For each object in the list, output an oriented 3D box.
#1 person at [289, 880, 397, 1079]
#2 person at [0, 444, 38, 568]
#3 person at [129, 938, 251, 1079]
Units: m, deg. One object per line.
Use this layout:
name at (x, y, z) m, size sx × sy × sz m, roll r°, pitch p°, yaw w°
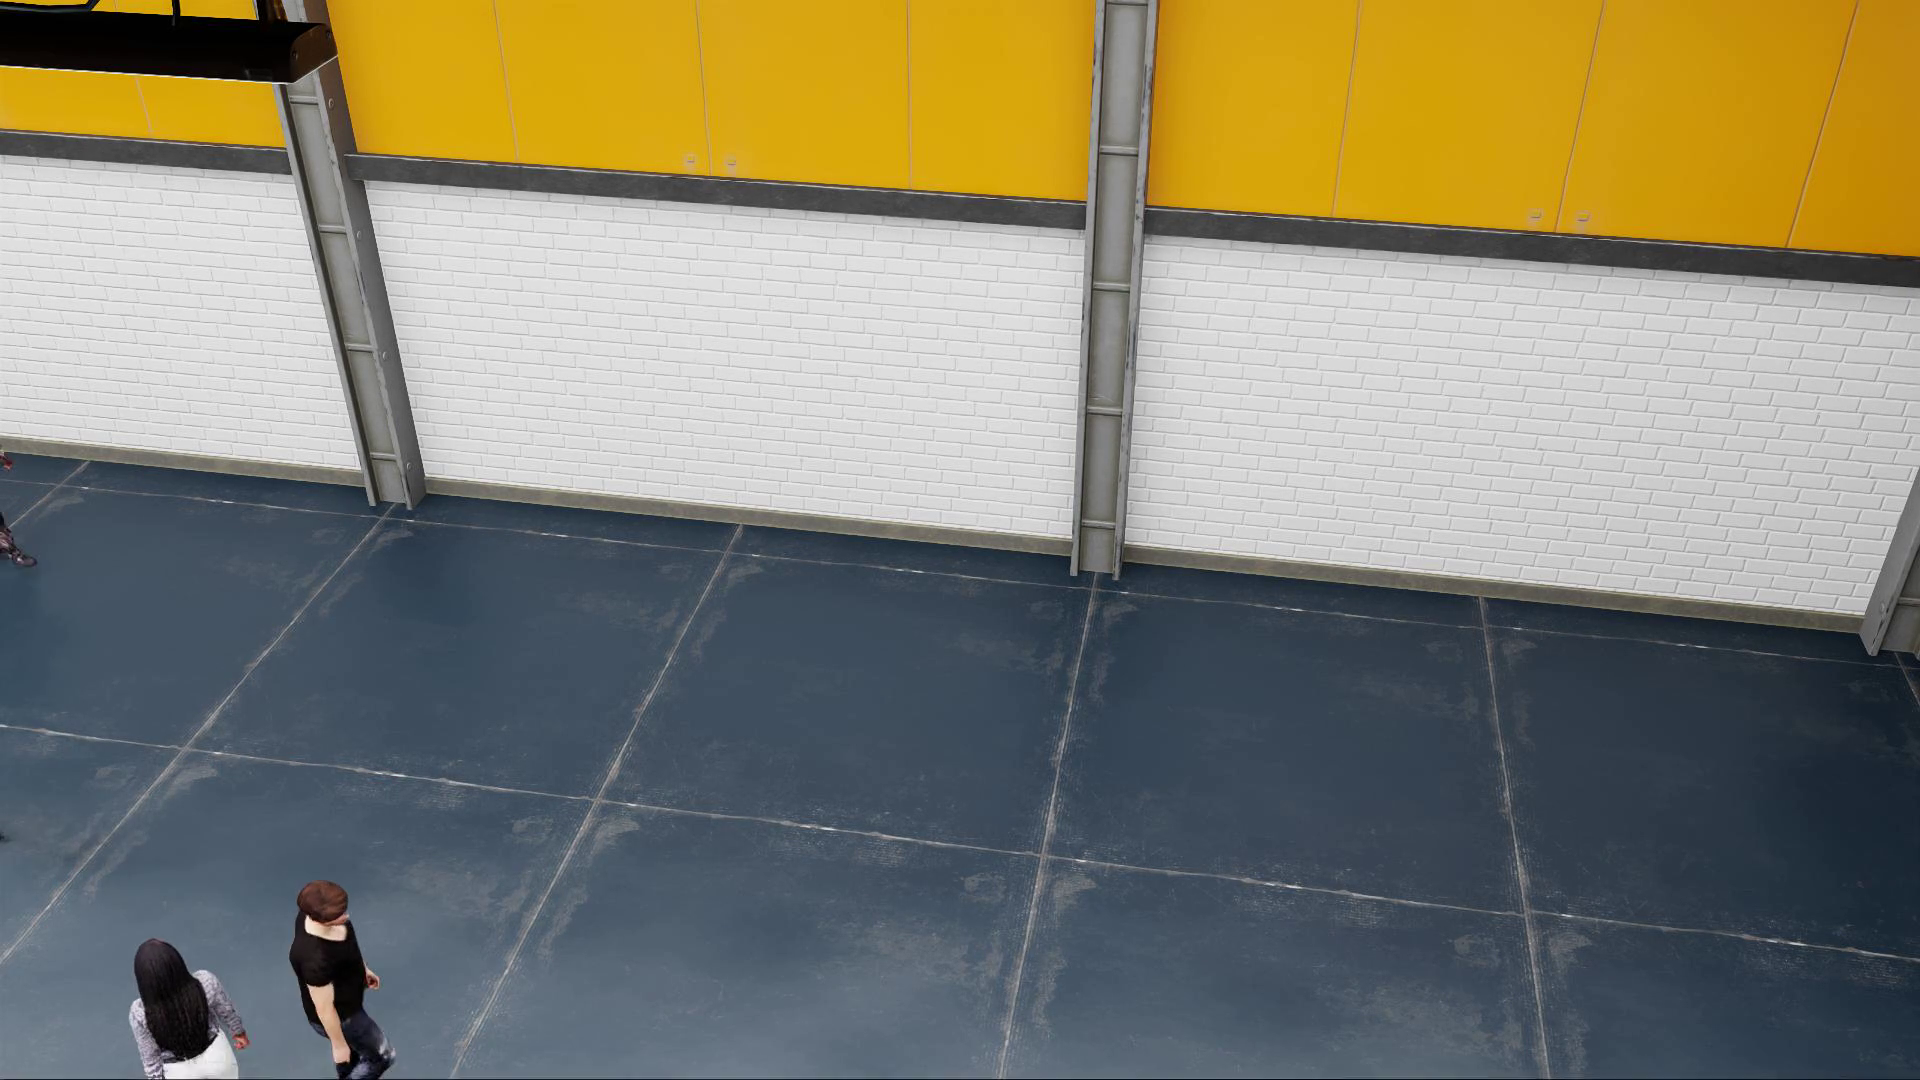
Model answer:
person at (-3.232, 2.384, 8.438) m, size 0.842 × 1.854 × 0.801 m, roll -14°, pitch 36°, yaw -20°
person at (-7.843, -0.585, 13.053) m, size 0.943 × 1.690 × 0.646 m, roll 8°, pitch 35°, yaw 12°
person at (-3.707, 2.672, 8.172) m, size 1.163 × 1.670 × 1.217 m, roll -21°, pitch 39°, yaw -28°
